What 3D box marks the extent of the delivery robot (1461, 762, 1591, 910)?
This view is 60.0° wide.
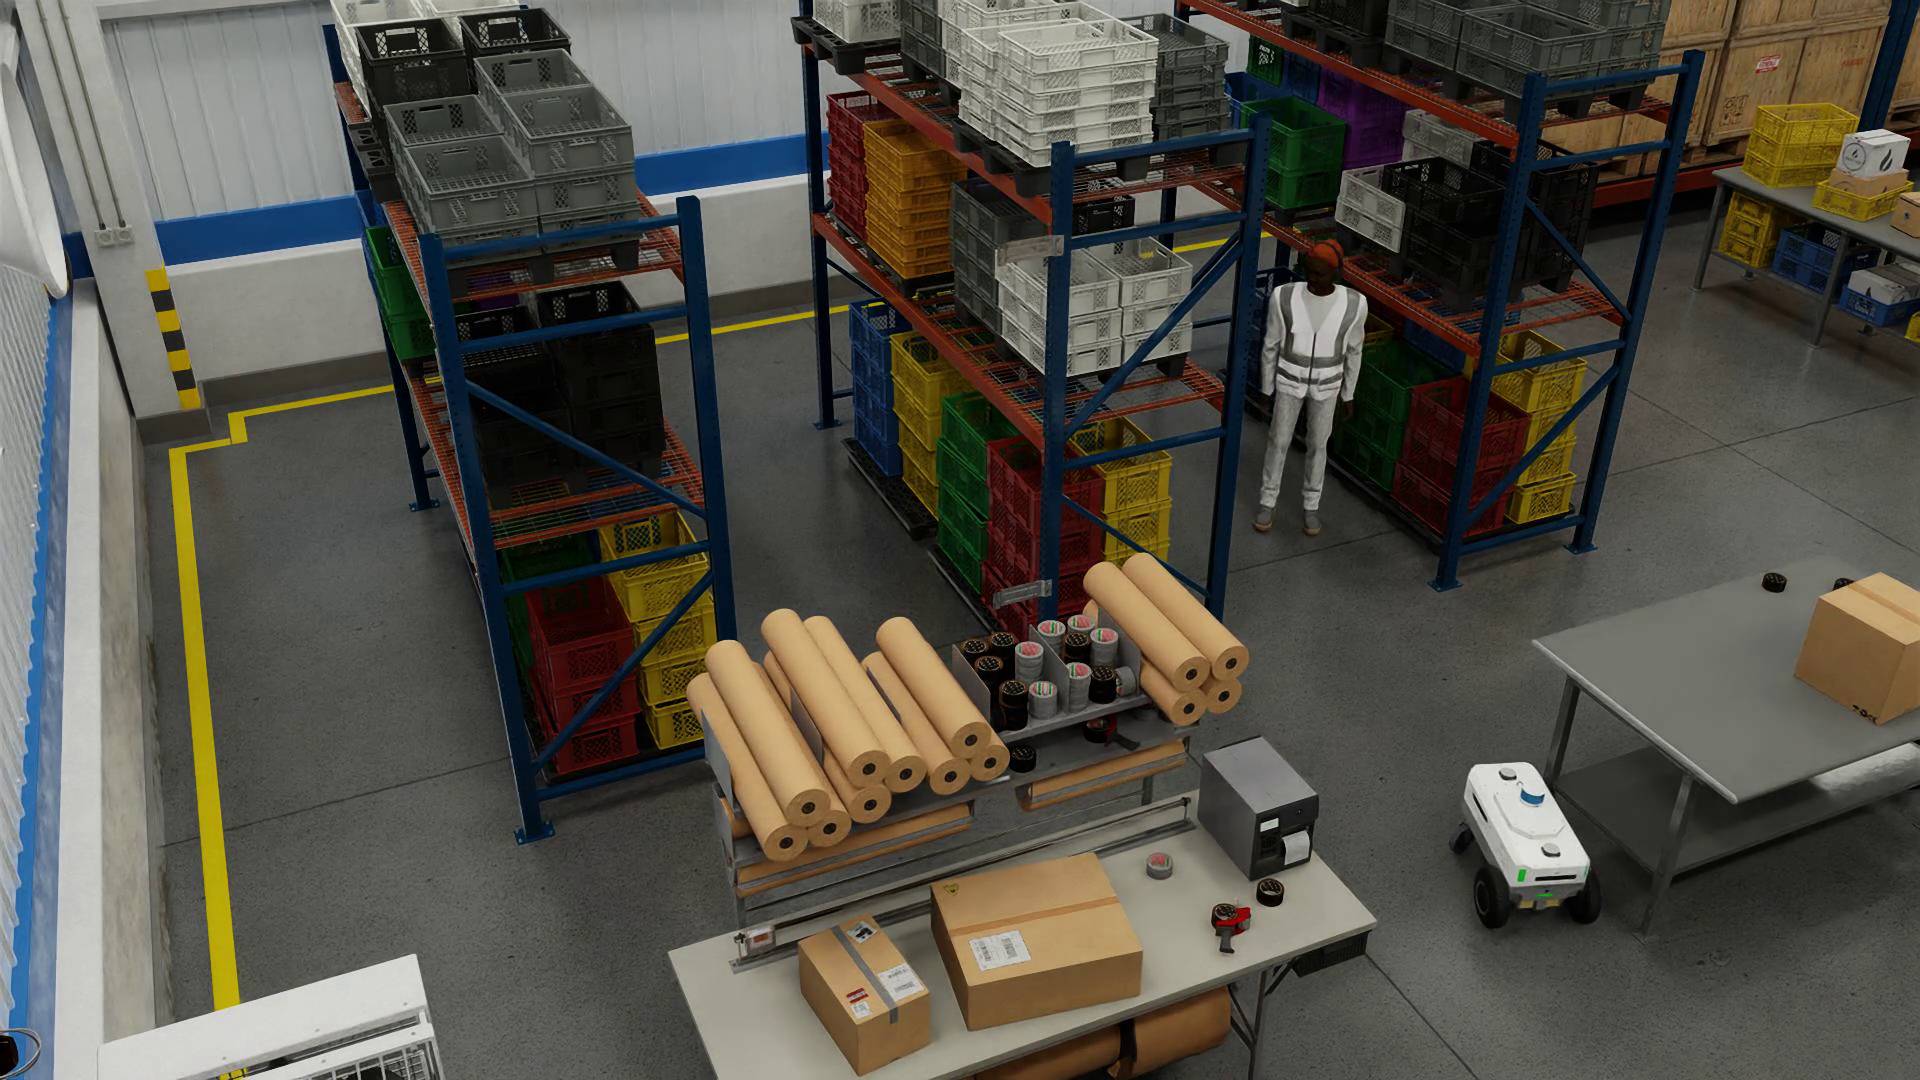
[{"bbox_3d":[2.538,1.299,7.480,0.477,0.478,0.707,-2,32,-4],"label":"delivery robot"}]

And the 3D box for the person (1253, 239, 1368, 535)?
[{"bbox_3d":[2.070,-0.903,9.883,0.574,1.884,0.358,6,32,10],"label":"person"}]

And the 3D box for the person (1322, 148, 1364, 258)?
[{"bbox_3d":[2.759,-2.200,11.945,0.455,1.932,0.666,-9,33,-15],"label":"person"}]
